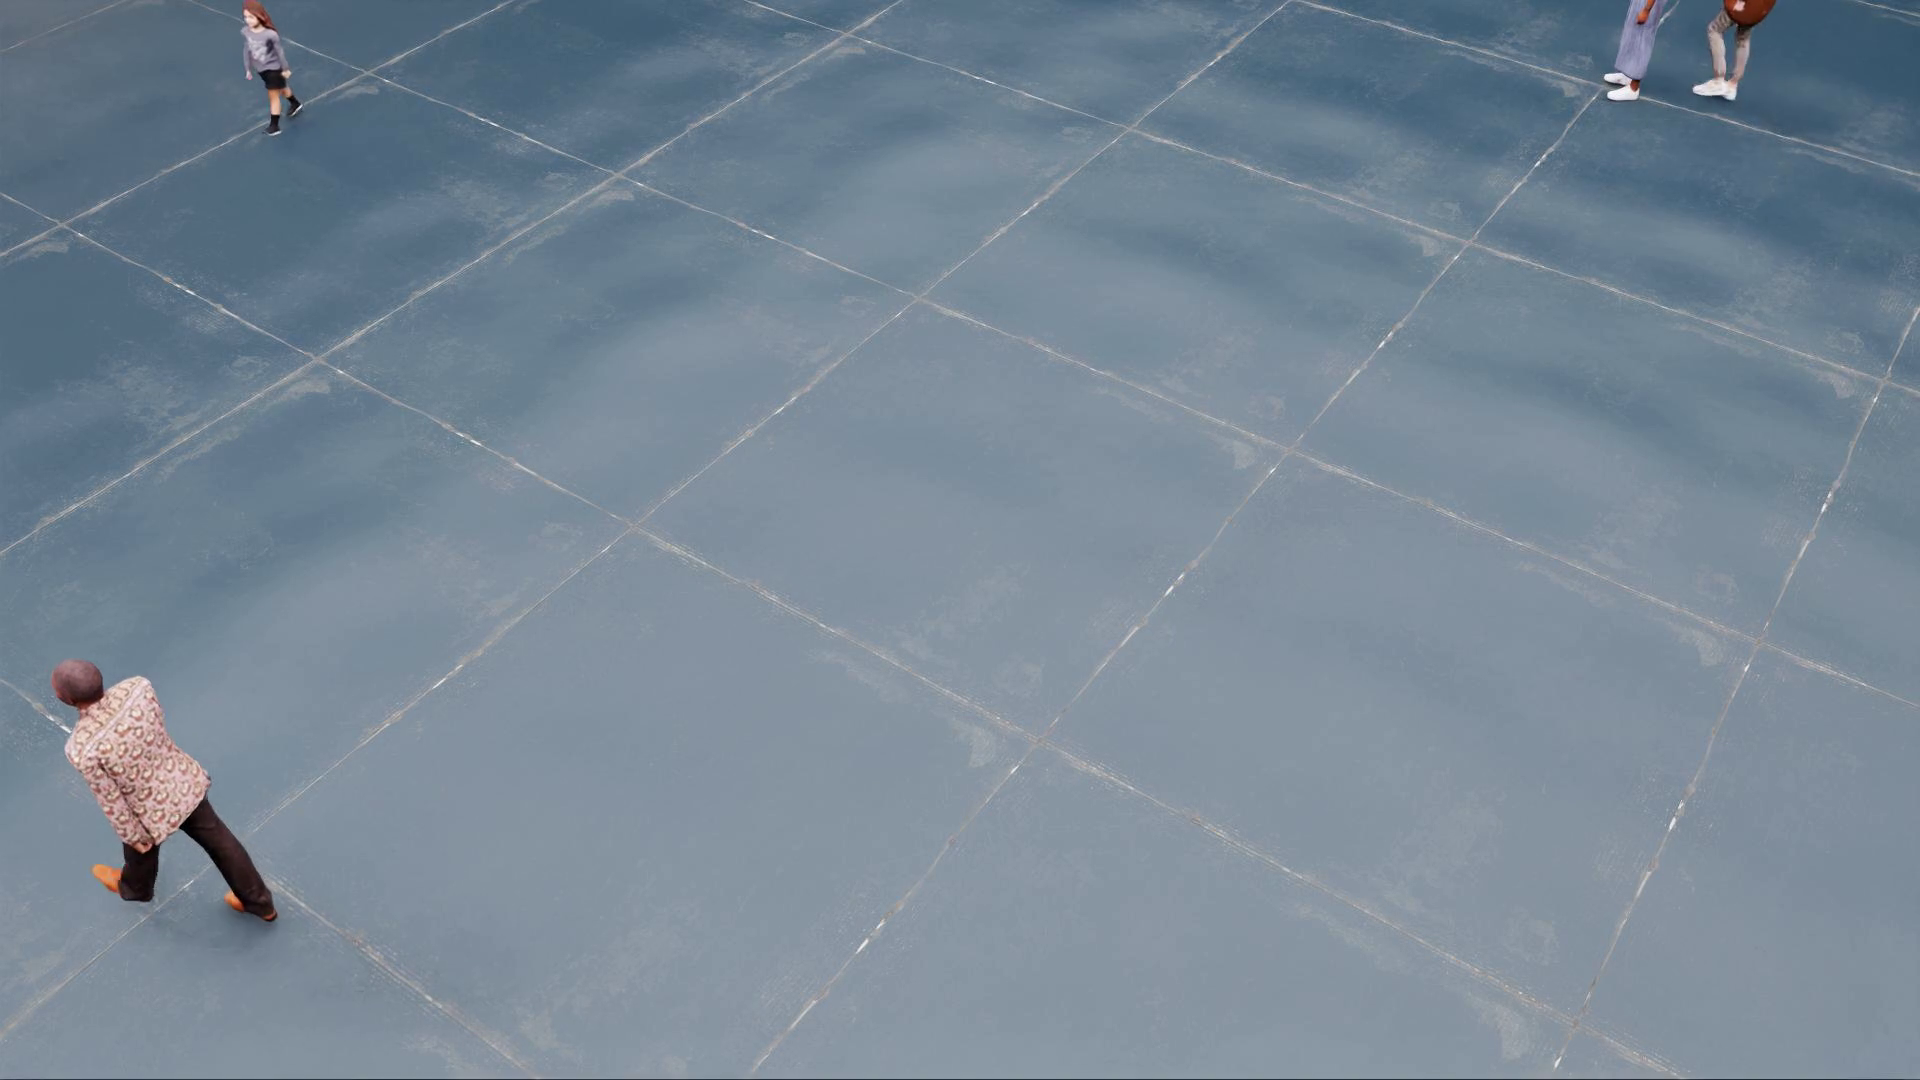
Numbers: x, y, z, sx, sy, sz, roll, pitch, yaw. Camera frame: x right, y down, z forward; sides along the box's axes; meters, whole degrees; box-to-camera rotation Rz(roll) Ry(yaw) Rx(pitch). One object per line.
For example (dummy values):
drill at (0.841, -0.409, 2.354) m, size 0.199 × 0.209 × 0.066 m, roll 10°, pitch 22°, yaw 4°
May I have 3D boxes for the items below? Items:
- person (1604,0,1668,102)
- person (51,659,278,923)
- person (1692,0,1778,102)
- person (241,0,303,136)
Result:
person at (5.712, -4.485, 13.777) m, size 0.628 × 1.697 × 0.647 m, roll 9°, pitch 44°, yaw 9°
person at (-3.602, 1.212, 7.630) m, size 1.208 × 1.759 × 0.844 m, roll 16°, pitch 45°, yaw 16°
person at (6.586, -4.448, 13.646) m, size 0.809 × 1.822 × 0.812 m, roll -29°, pitch 50°, yaw -28°
person at (-5.634, -3.910, 13.616) m, size 0.795 × 1.076 × 0.681 m, roll 12°, pitch 44°, yaw 13°
